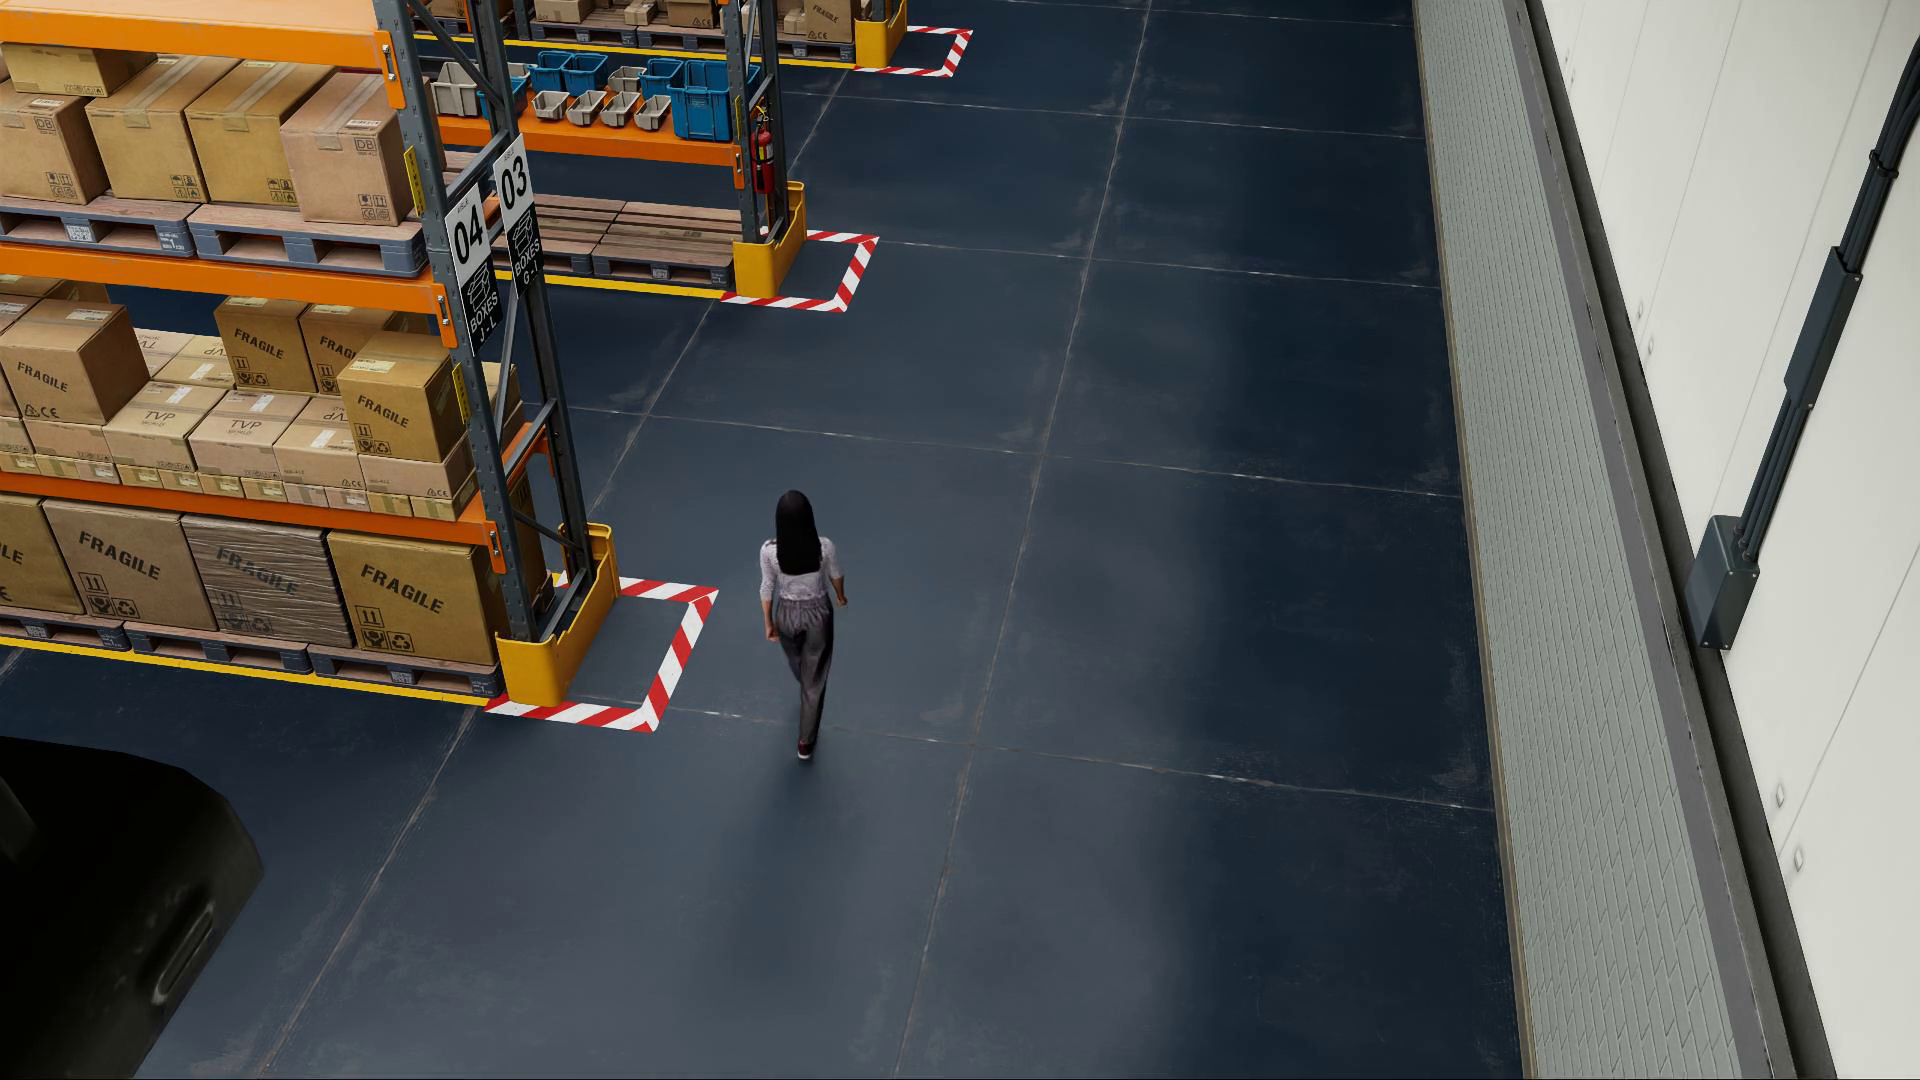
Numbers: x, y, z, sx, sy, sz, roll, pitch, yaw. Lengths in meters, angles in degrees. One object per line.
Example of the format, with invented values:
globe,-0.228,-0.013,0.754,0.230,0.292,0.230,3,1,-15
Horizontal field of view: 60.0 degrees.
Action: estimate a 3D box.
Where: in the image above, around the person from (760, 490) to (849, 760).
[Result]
person,-0.868,0.513,9.238,0.959,1.701,0.741,2,38,2
